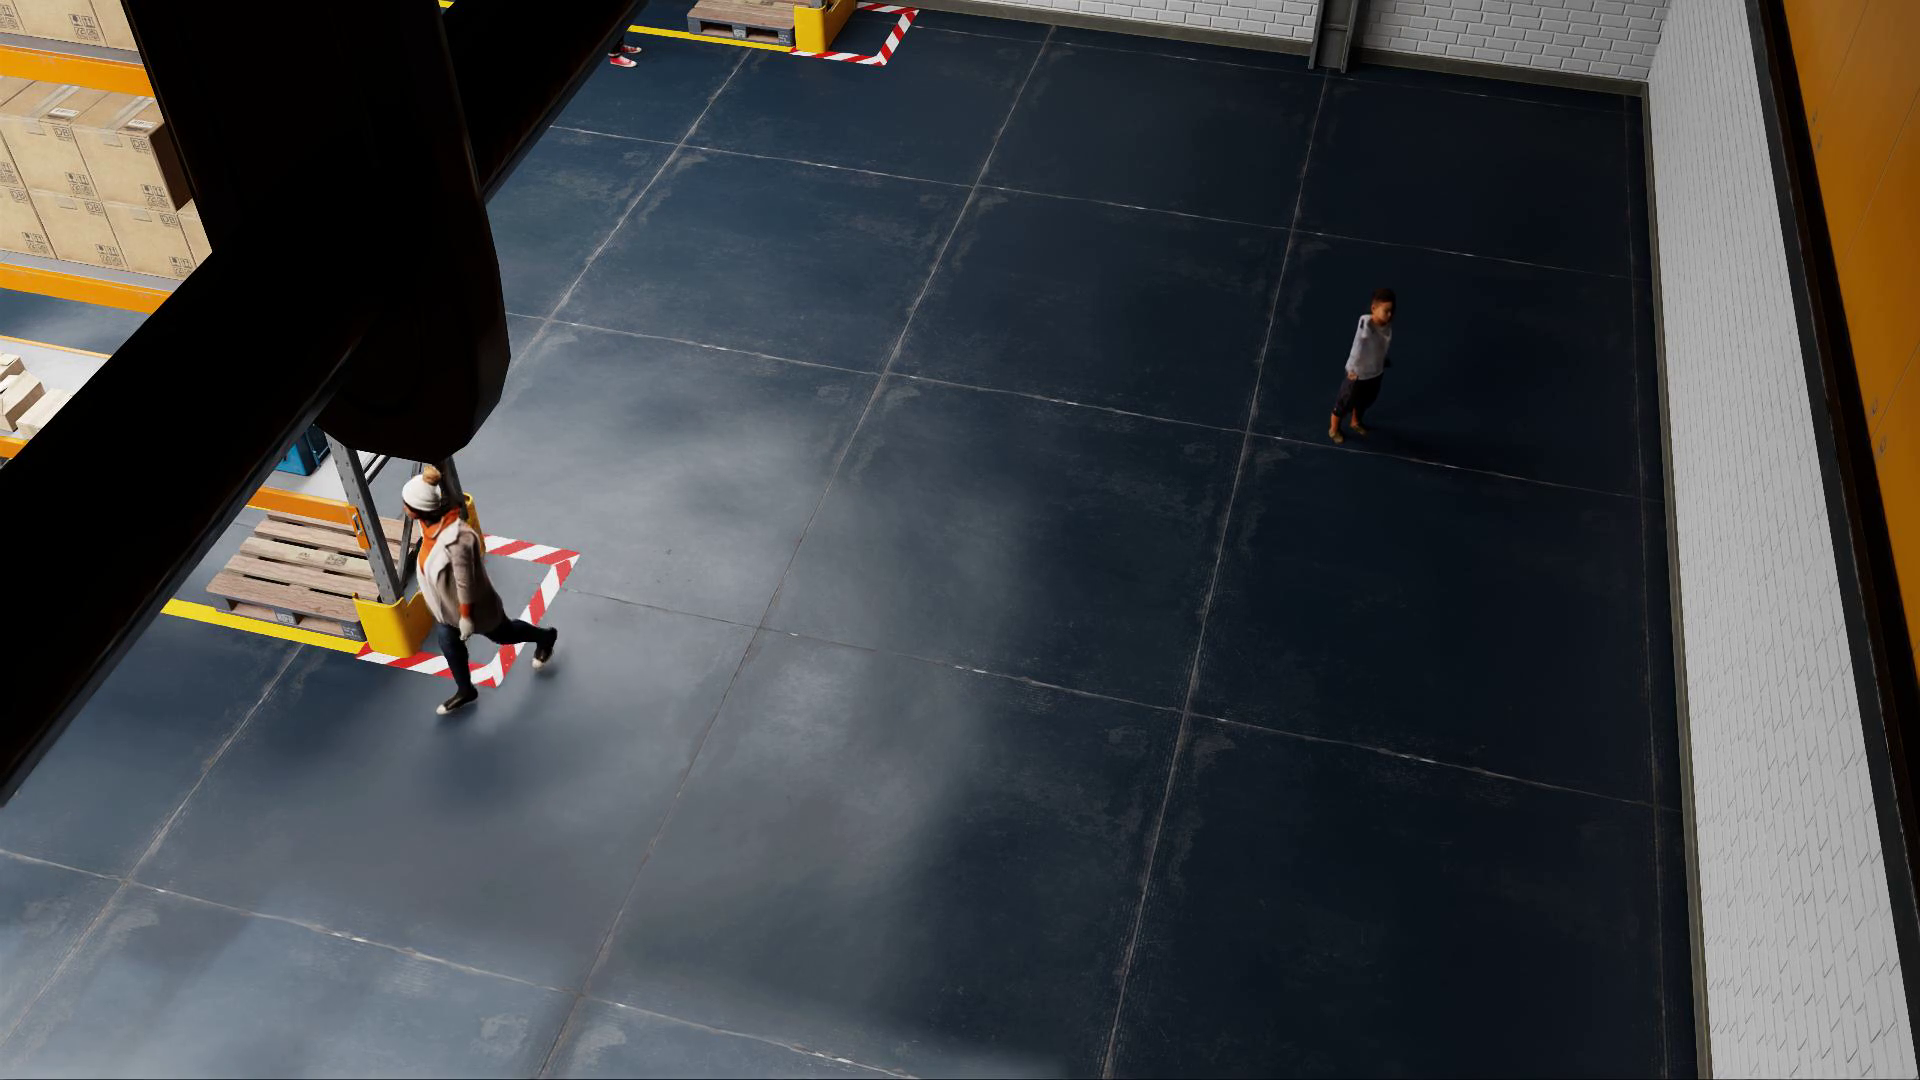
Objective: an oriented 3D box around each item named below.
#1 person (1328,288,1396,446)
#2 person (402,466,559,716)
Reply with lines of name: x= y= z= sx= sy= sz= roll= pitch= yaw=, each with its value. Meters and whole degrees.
person: x=3.087 y=-1.365 z=12.656 sx=0.628 sy=1.450 sz=0.698 roll=-20 pitch=47 yaw=-19
person: x=-3.074 y=0.273 z=10.642 sx=1.230 sy=1.856 sz=1.116 roll=29 pitch=51 yaw=27
